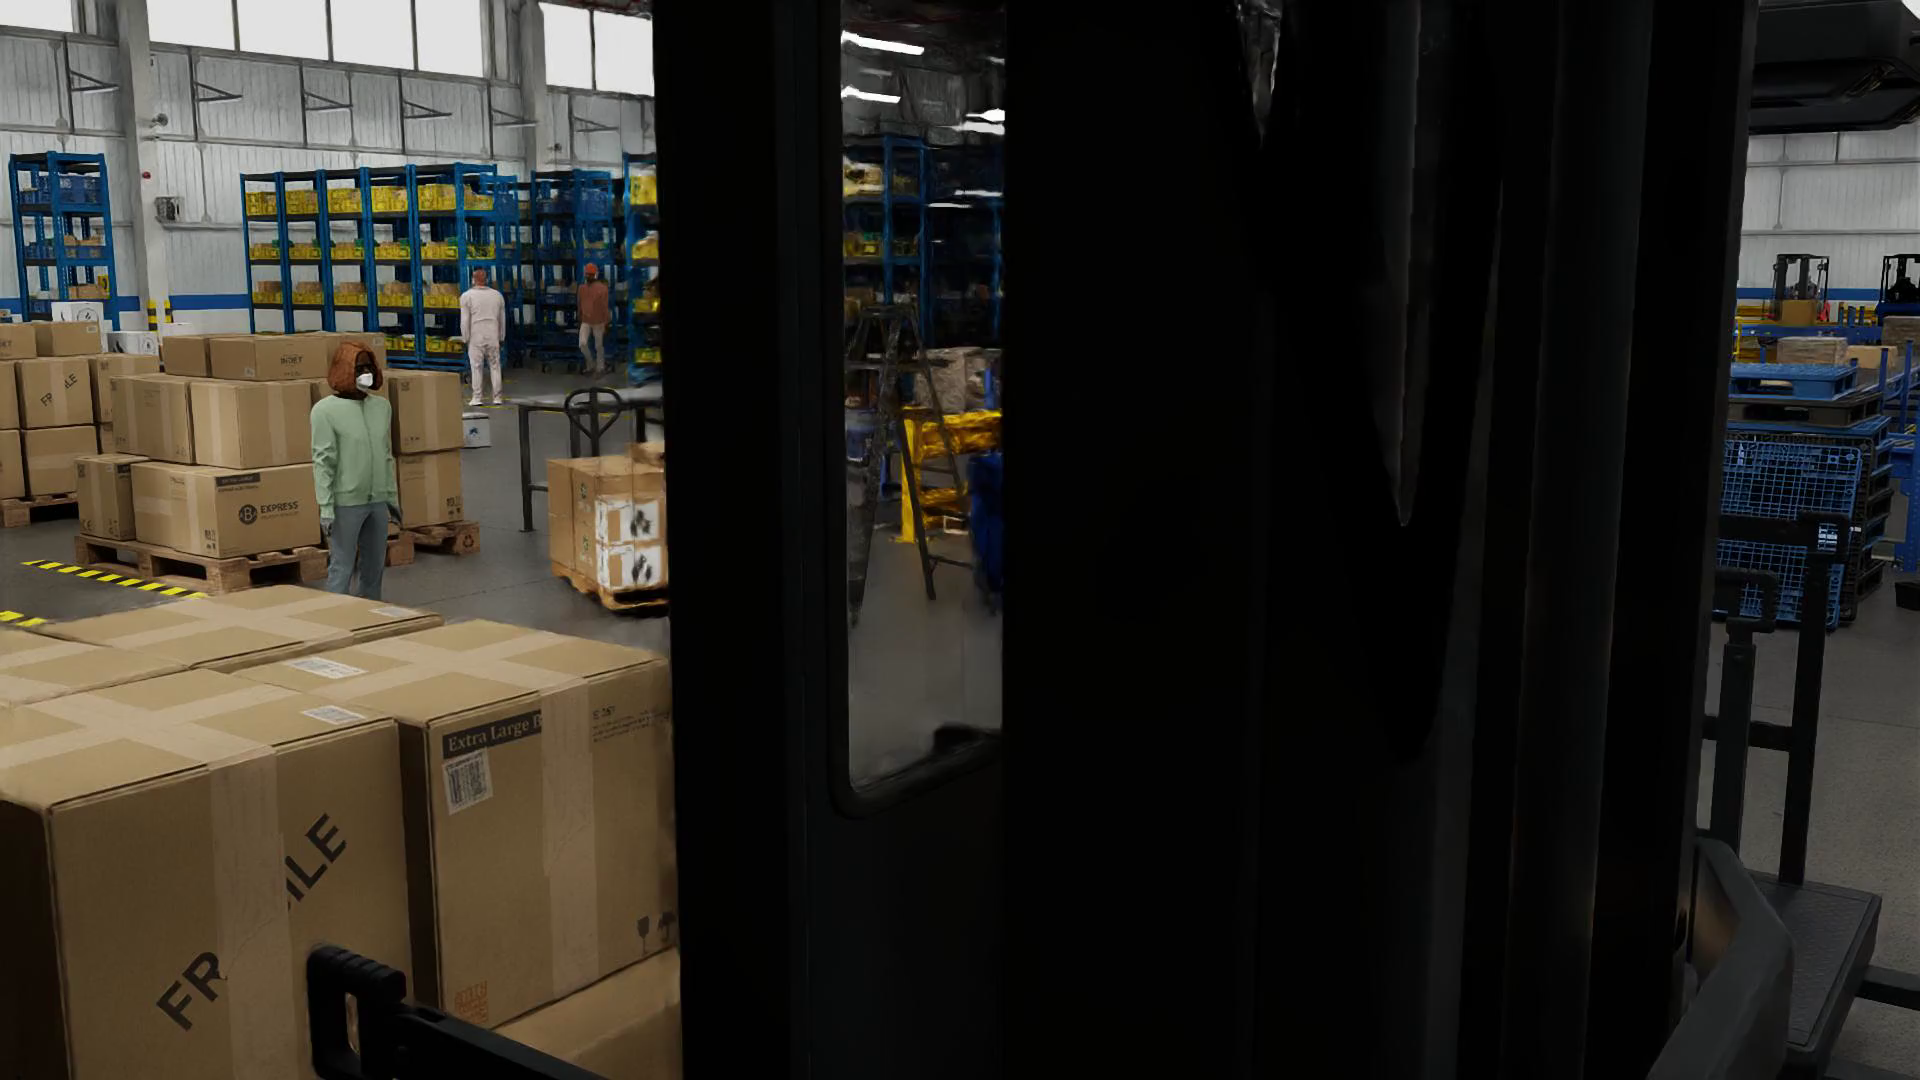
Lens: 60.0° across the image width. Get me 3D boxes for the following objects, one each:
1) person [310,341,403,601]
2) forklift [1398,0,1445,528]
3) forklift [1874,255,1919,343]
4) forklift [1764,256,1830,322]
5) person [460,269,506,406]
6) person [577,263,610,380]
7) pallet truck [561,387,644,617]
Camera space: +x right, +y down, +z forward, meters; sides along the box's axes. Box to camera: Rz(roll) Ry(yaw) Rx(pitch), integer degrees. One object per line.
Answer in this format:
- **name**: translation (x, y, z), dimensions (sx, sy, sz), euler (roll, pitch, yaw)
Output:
- **person**: translation (-2.972, -0.165, 8.231), dimensions (0.266, 1.631, 0.507), euler (5, 11, 25)
- **forklift**: translation (1.249, -0.137, 4.360), dimensions (1.873, 2.768, 1.129), euler (7, 12, 35)
- **forklift**: translation (22.089, -5.634, 38.796), dimensions (1.157, 1.987, 2.680), euler (6, 11, 33)
- **forklift**: translation (20.253, -5.854, 40.139), dimensions (1.157, 1.987, 2.680), euler (7, 12, 35)
- **person**: translation (-6.679, -2.825, 23.262), dimensions (0.651, 1.907, 0.409), euler (-7, 12, -37)
- **person**: translation (-6.254, -3.720, 28.350), dimensions (0.640, 1.980, 0.468), euler (3, 10, 17)
- **pallet truck**: translation (-1.981, -0.274, 10.088), dimensions (0.680, 1.201, 1.601), euler (-5, 11, -28)
